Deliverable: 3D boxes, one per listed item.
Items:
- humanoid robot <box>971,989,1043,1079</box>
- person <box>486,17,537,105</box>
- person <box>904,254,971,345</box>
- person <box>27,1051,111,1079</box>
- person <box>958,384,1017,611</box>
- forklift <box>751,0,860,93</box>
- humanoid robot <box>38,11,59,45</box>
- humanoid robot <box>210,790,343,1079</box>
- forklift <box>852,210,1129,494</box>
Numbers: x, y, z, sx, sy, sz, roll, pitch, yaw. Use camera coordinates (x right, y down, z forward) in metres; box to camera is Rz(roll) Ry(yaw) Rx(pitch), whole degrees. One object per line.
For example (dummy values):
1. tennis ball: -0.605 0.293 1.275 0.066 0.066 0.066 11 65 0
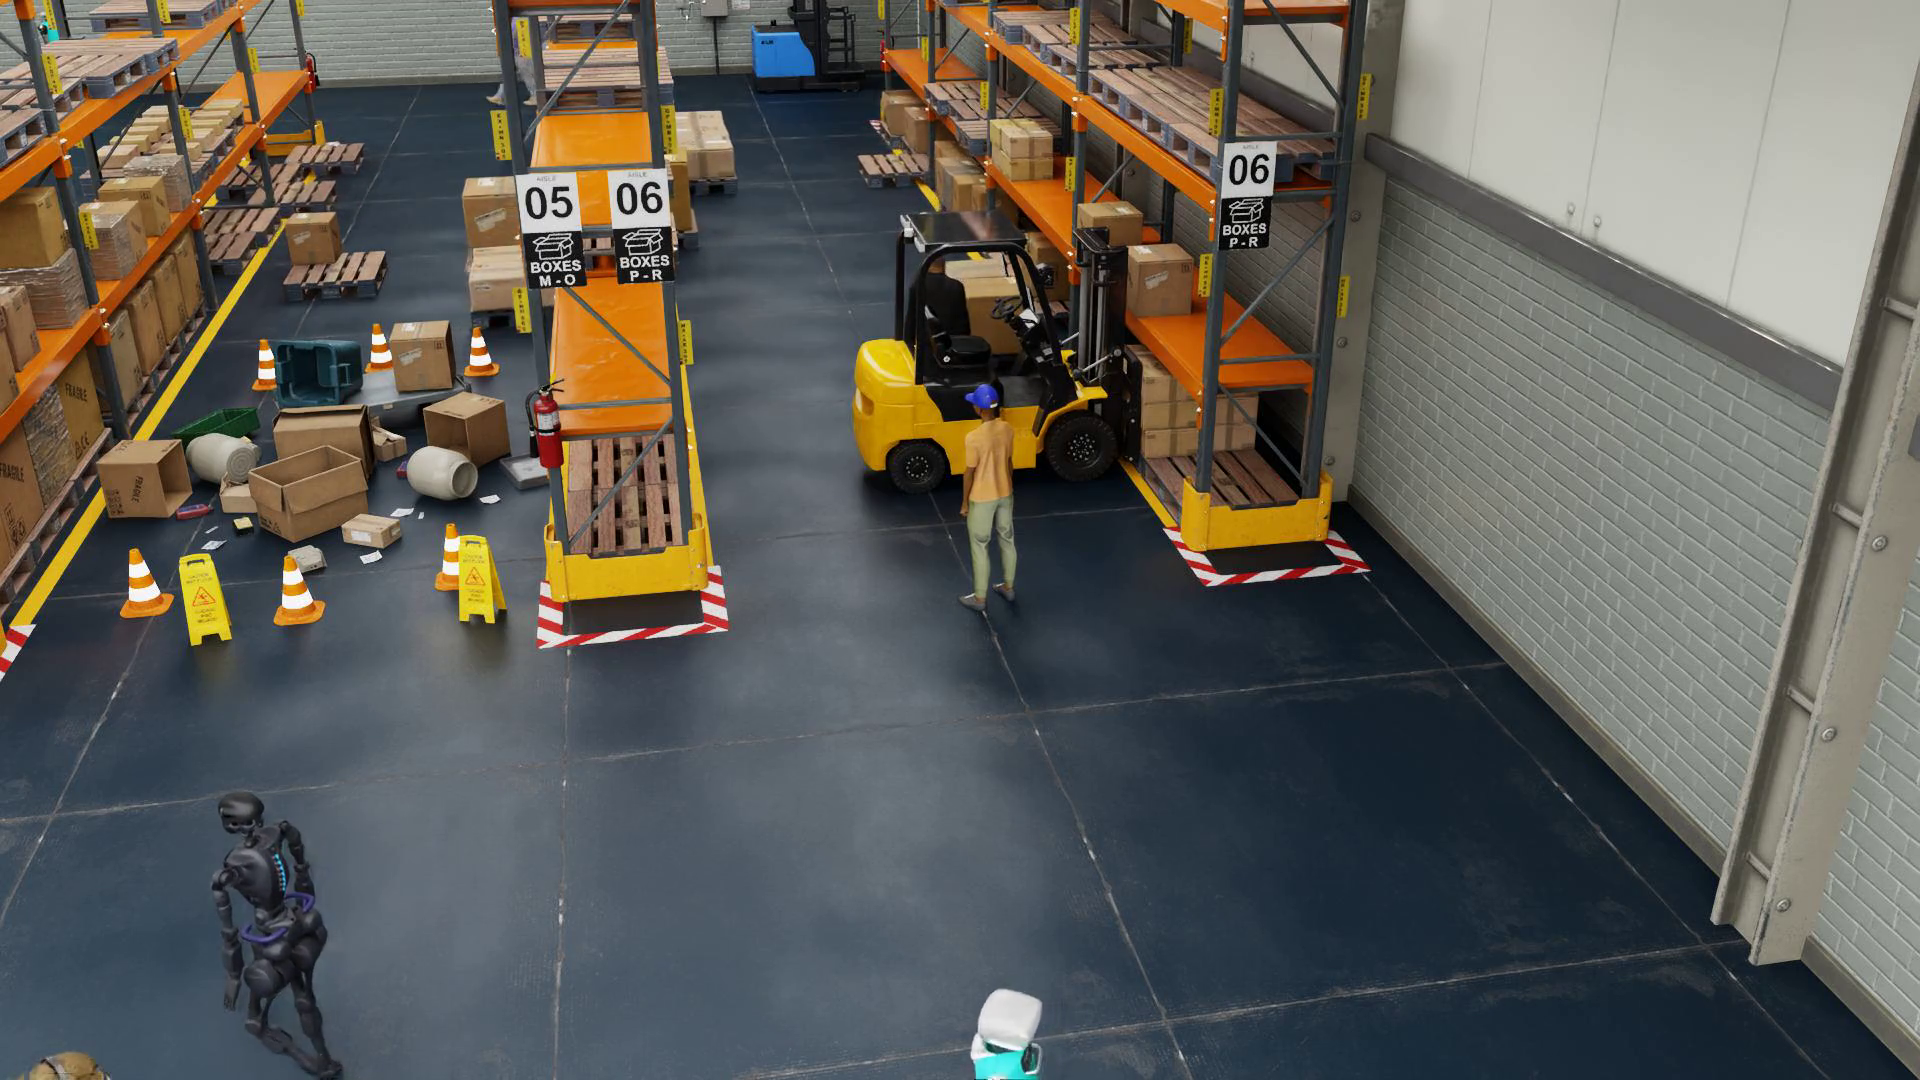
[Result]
1. humanoid robot: 0.421 2.484 6.268 0.783 1.773 0.532 4 26 8
2. person: -7.869 -8.456 29.038 0.963 1.746 0.594 -10 28 -20
3. person: -0.183 -1.790 15.093 0.582 1.805 0.812 4 26 9
4. person: -2.968 2.587 5.827 0.657 1.924 0.448 22 33 38
5. person: 0.186 -0.324 12.143 0.437 1.709 0.390 -19 31 -34
6. forklift: -2.872 -9.679 30.288 1.873 2.768 1.129 -5 26 -10
7. humanoid robot: -14.974 -8.051 28.043 0.735 1.680 0.533 1 26 2
8. humanoid robot: -3.133 1.847 7.647 0.353 1.643 0.586 9 27 17
9. forklift: 0.216 -1.659 14.366 2.313 2.155 1.214 -5 26 -10
